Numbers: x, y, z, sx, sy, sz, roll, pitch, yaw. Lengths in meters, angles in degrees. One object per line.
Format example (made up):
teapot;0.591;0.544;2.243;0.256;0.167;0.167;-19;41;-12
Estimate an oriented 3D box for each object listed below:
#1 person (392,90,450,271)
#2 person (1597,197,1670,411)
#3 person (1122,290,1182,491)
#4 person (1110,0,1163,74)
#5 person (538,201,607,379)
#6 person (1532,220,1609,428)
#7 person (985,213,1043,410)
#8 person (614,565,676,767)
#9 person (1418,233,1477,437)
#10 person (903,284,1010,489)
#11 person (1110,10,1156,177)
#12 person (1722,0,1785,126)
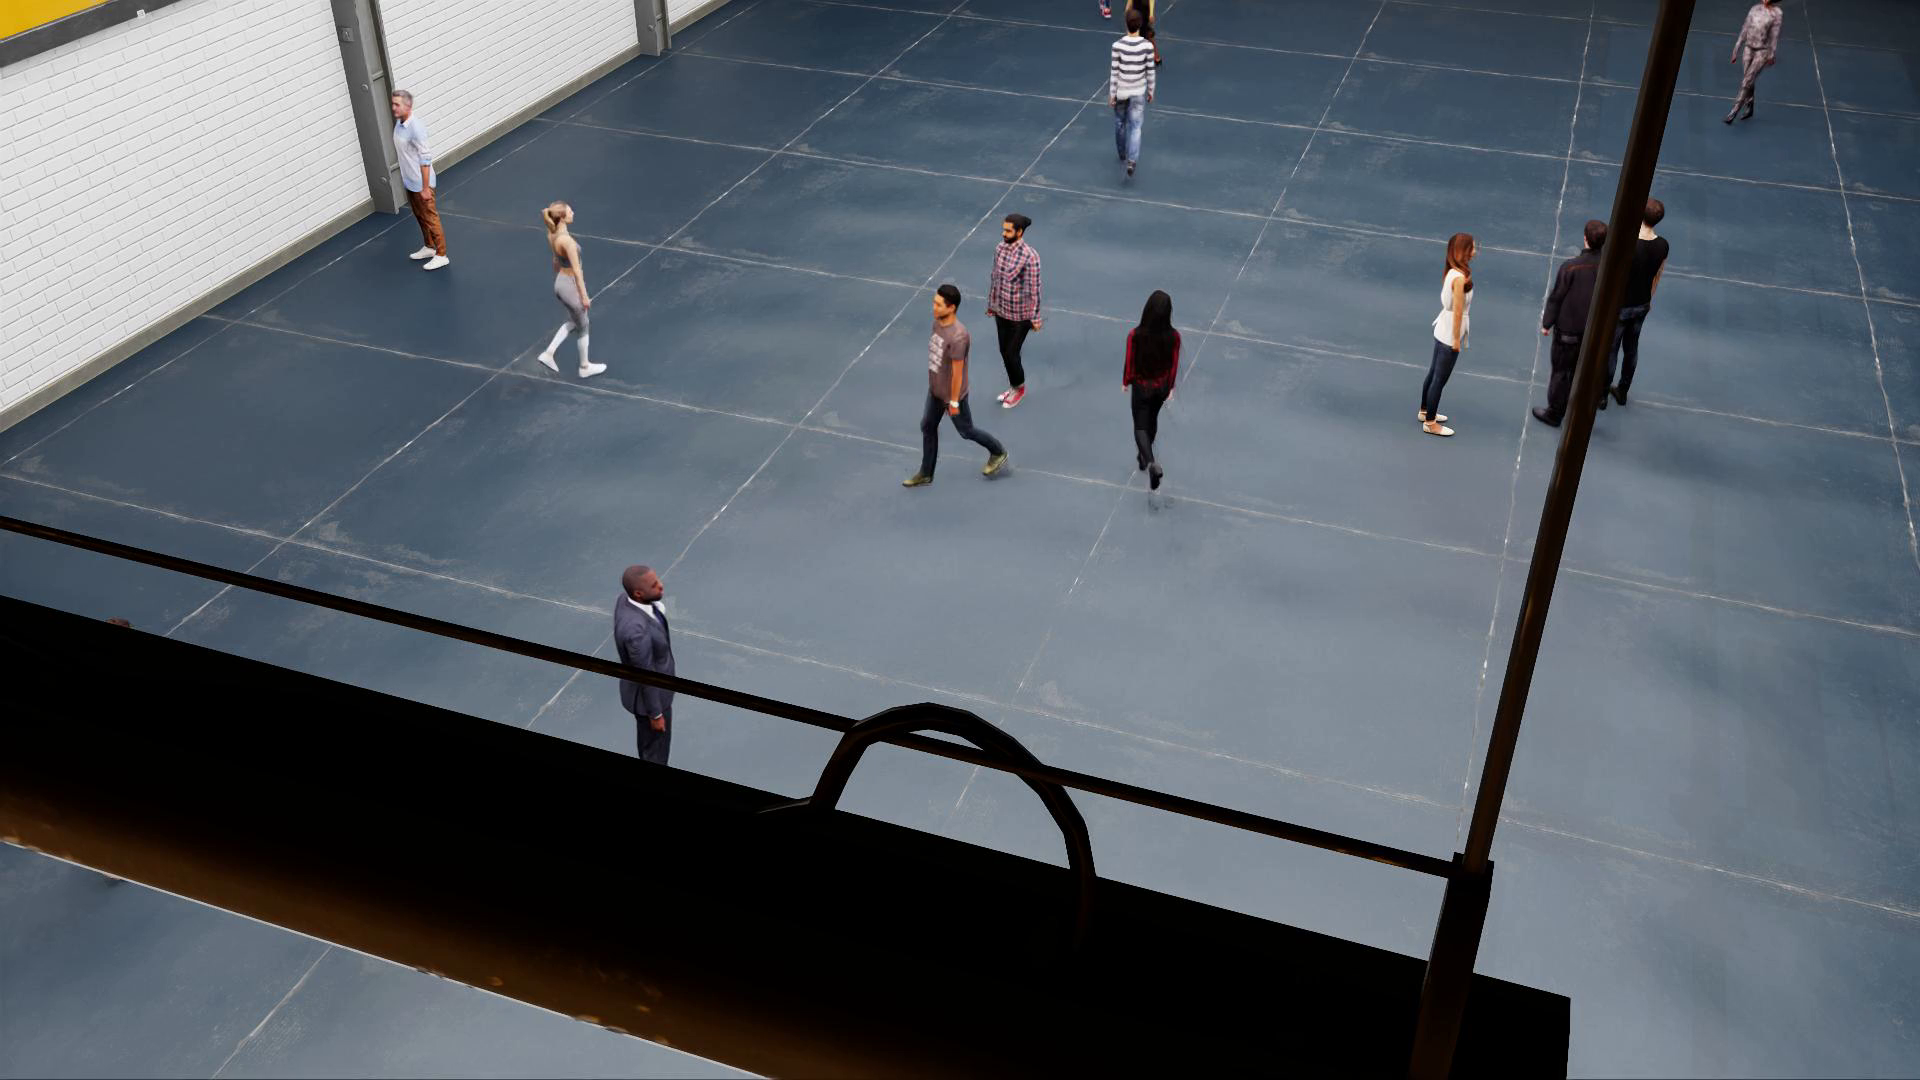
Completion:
person;-5.494;-3.670;16.856;0.763;1.827;0.771;-24;40;-31
person;5.763;-2.025;14.319;0.759;1.897;0.790;-10;35;-15
person;1.531;-1.164;13.260;0.898;1.634;1.063;-6;34;-9
person;2.473;-6.949;21.988;1.037;1.607;1.015;-12;35;-17
person;-3.523;-2.170;14.726;0.932;1.687;0.825;-21;39;-28
person;5.245;-1.794;14.032;0.846;1.828;0.821;-5;34;-8
person;0.528;-2.010;14.431;0.830;1.748;0.829;-26;41;-33
person;-1.856;0.912;9.965;0.847;1.824;0.736;-7;34;-11
person;4.096;-1.741;13.992;0.691;1.785;0.539;3;34;5
person;0.014;-1.206;13.230;1.208;1.739;1.125;-16;37;-23
person;1.940;-5.053;18.950;0.874;1.814;1.241;3;34;5
person;9.824;-5.966;20.441;1.126;1.681;0.953;-23;40;-31
